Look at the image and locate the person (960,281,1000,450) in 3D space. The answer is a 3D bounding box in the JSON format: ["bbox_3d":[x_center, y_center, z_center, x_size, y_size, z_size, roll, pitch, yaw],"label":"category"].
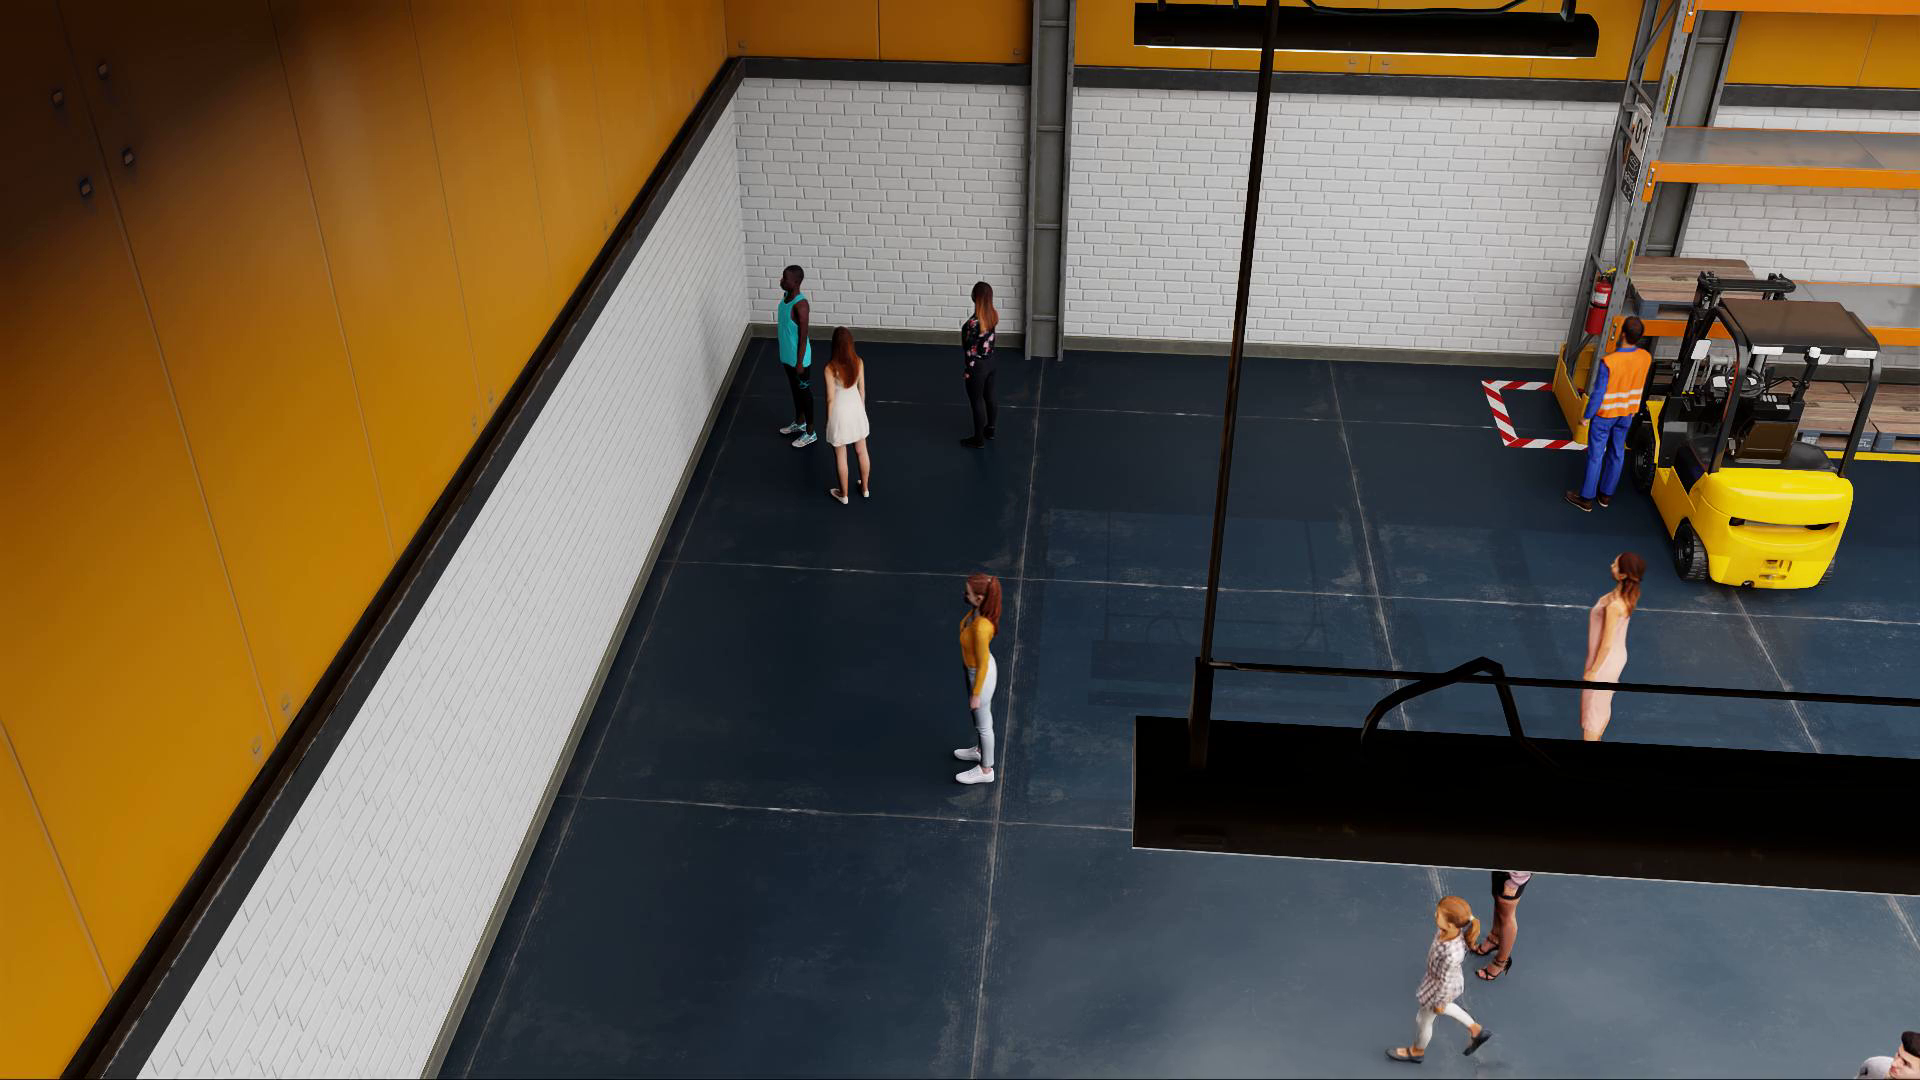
[{"bbox_3d":[0.203,-1.655,15.640,0.653,1.684,0.644,21,39,28],"label":"person"}]

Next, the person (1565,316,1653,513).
[{"bbox_3d":[5.749,-1.117,14.668,0.689,1.864,0.827,-10,35,-15],"label":"person"}]

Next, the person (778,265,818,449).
[{"bbox_3d":[-1.533,-1.751,15.669,0.682,1.811,0.676,-15,37,-22],"label":"person"}]

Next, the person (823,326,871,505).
[{"bbox_3d":[-1.010,-1.114,14.801,0.627,1.711,0.714,-16,37,-22],"label":"person"}]

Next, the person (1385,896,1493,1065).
[{"bbox_3d":[2.862,2.573,9.630,0.830,1.296,0.586,5,34,8],"label":"person"}]

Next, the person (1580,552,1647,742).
[{"bbox_3d":[4.548,0.863,11.719,0.686,1.831,0.674,23,40,30],"label":"person"}]

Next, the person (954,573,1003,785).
[{"bbox_3d":[0.137,0.957,11.650,0.568,1.750,0.615,0,34,-1],"label":"person"}]
